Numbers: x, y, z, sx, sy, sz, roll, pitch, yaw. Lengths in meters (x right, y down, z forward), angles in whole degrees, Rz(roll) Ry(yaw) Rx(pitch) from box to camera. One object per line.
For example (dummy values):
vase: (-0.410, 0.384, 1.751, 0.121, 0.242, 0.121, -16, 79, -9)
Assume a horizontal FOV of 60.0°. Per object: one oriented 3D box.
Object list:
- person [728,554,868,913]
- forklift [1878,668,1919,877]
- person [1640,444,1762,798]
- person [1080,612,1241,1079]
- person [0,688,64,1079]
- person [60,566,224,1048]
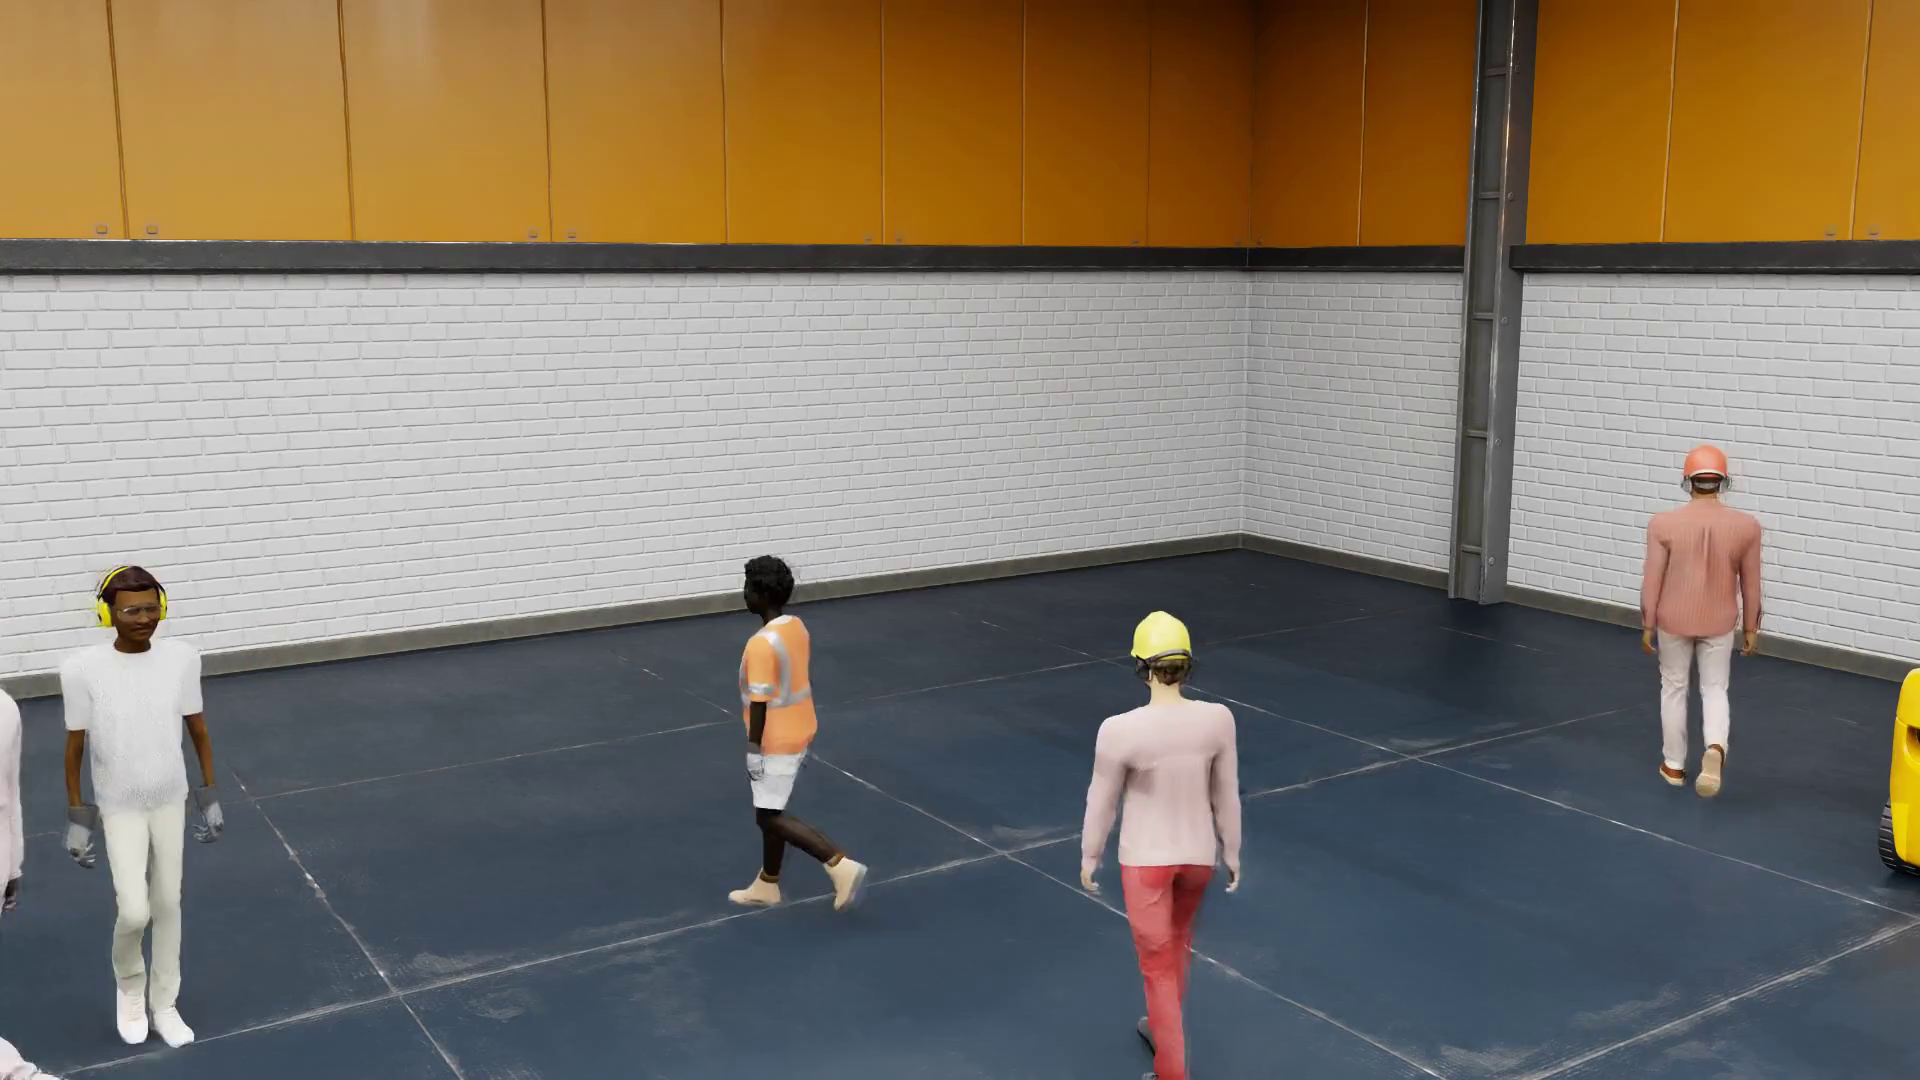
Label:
person: (-0.749, 0.897, 7.507, 0.642, 1.678, 0.539, 2, 10, 14)
forklift: (5.511, 0.571, 7.906, 2.313, 2.155, 1.214, -6, 11, -33)
person: (4.114, 0.458, 9.248, 0.632, 1.975, 0.758, 2, 10, 14)
person: (0.686, 1.108, 6.000, 0.553, 1.737, 0.739, -3, 10, -19)
person: (-3.271, 1.135, 5.440, 0.709, 1.887, 0.650, 1, 10, 8)
person: (-3.054, 1.011, 6.256, 0.385, 1.859, 0.548, 9, 13, 42)
